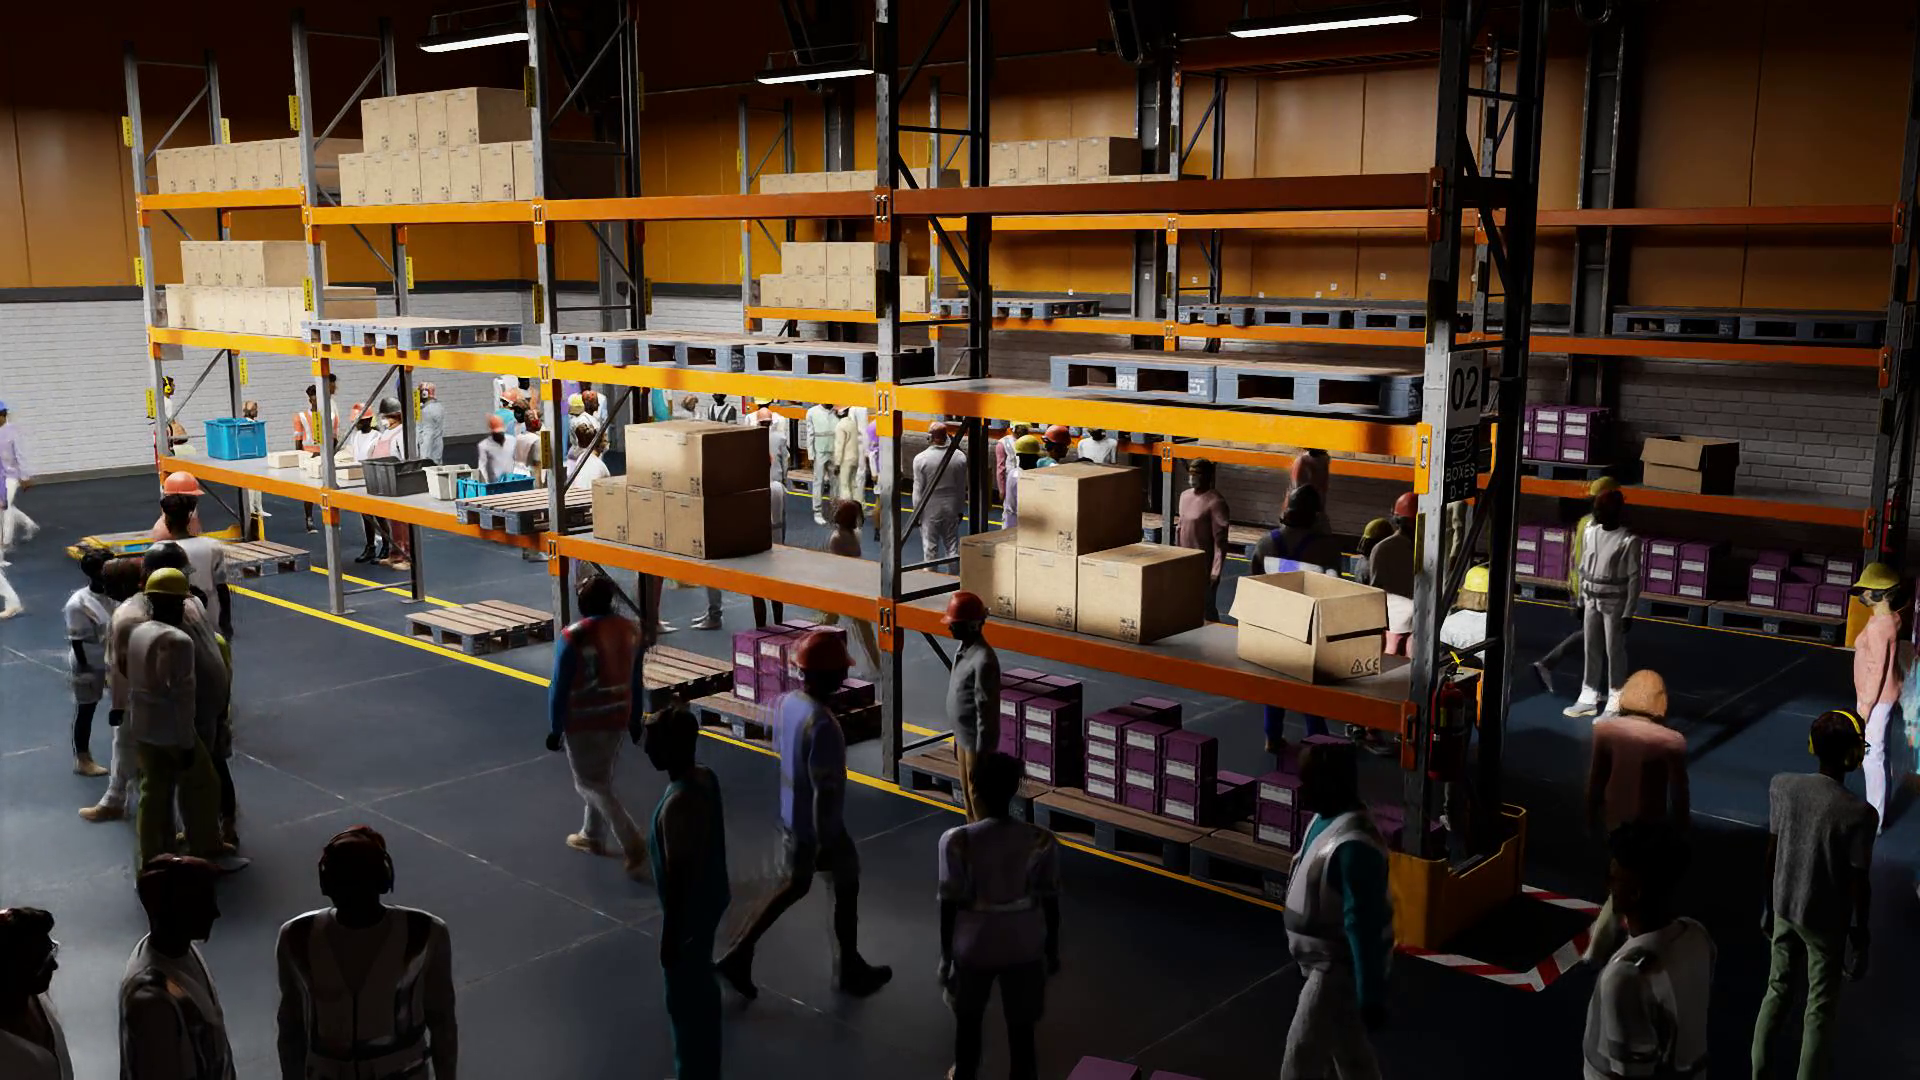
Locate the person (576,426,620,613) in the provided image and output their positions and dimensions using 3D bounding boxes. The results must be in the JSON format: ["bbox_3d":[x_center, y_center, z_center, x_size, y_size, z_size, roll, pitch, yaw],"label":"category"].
[{"bbox_3d":[-3.761,-0.204,17.130,0.356,1.938,0.633,-5,11,-28],"label":"person"}]

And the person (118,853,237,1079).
[{"bbox_3d":[-2.495,1.909,5.364,0.363,1.878,0.584,-3,11,-19],"label":"person"}]

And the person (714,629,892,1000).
[{"bbox_3d":[-0.782,1.380,8.270,0.845,1.913,0.543,-6,12,-31],"label":"person"}]

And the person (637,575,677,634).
[{"bbox_3d":[-3.010,-0.025,16.218,0.402,1.909,0.599,-6,12,-30],"label":"person"}]

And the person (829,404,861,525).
[{"bbox_3d":[-1.580,-1.080,22.682,0.427,1.733,0.569,2,10,12],"label":"person"}]

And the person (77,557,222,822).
[{"bbox_3d":[-5.294,0.985,10.880,0.981,1.793,0.626,-2,10,-13],"label":"person"}]

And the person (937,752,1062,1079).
[{"bbox_3d":[0.166,1.726,7.058,0.549,1.646,0.725,-1,10,-7],"label":"person"}]

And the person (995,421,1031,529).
[{"bbox_3d":[0.710,-0.635,19.857,0.590,1.837,0.404,-6,12,-32],"label":"person"}]

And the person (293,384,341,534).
[{"bbox_3d":[-8.483,-1.078,21.995,0.600,1.967,0.368,-9,14,-42],"label":"person"}]

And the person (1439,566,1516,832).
[{"bbox_3d":[3.314,1.026,10.731,0.485,1.744,0.309,2,10,11],"label":"person"}]

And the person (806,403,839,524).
[{"bbox_3d":[-1.817,-1.181,22.736,0.590,1.912,0.391,-5,11,-26],"label":"person"}]

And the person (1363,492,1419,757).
[{"bbox_3d":[3.297,0.620,12.356,0.615,1.984,0.408,-5,11,-28],"label":"person"}]

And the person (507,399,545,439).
[{"bbox_3d":[-5.593,-0.906,21.415,0.629,1.837,0.430,5,11,27],"label":"person"}]

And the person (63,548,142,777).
[{"bbox_3d":[-6.041,0.877,11.783,0.704,1.661,0.568,3,11,18],"label":"person"}]

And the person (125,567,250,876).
[{"bbox_3d":[-4.635,1.097,9.891,0.590,1.893,0.727,5,11,25],"label":"person"}]

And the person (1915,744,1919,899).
[{"bbox_3d":[5.576,1.241,9.114,0.625,1.886,0.452,-2,10,-11],"label":"person"}]

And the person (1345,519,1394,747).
[{"bbox_3d":[3.129,0.700,12.607,0.321,1.738,0.486,0,10,1],"label":"person"}]

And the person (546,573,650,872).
[{"bbox_3d":[-2.156,1.105,10.088,0.831,1.821,0.617,7,12,36],"label":"person"}]

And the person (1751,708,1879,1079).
[{"bbox_3d":[3.626,1.620,7.060,0.328,1.861,0.502,-5,11,-28],"label":"person"}]

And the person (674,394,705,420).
[{"bbox_3d":[-3.979,-1.352,24.501,0.537,1.619,0.478,-8,13,-39],"label":"person"}]

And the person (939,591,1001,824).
[{"bbox_3d":[0.054,1.161,9.972,0.354,1.743,0.570,-3,10,-14],"label":"person"}]

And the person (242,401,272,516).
[{"bbox_3d":[-9.809,-1.106,23.065,0.307,1.645,0.514,0,10,2],"label":"person"}]

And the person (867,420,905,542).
[{"bbox_3d":[-0.921,-0.920,21.229,0.391,1.925,0.550,9,13,41],"label":"person"}]

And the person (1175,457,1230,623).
[{"bbox_3d":[2.103,0.228,14.684,0.359,1.939,0.635,-6,11,-29],"label":"person"}]

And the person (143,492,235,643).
[{"bbox_3d":[-5.827,0.613,12.489,0.584,1.940,0.620,5,11,28],"label":"person"}]

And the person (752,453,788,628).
[{"bbox_3d":[-1.852,0.079,15.590,0.389,1.924,0.549,6,12,31],"label":"person"}]

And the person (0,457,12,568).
[{"bbox_3d":[-11.430,-0.473,19.532,0.527,1.628,0.313,2,10,11],"label":"person"}]

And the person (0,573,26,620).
[{"bbox_3d":[-9.940,-0.059,16.777,0.811,1.794,0.522,-1,10,-4],"label":"person"}]

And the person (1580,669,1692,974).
[{"bbox_3d":[3.508,1.462,8.699,0.849,1.600,0.502,-7,12,-36],"label":"person"}]

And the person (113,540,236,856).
[{"bbox_3d":[-4.686,0.999,10.042,0.537,2.000,0.682,2,10,11],"label":"person"}]

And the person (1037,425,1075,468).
[{"bbox_3d":[0.933,-0.136,16.483,0.407,2.036,0.606,-3,11,-19],"label":"person"}]

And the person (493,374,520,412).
[{"bbox_3d":[-7.679,-2.152,28.294,0.355,1.887,0.574,9,13,42],"label":"person"}]

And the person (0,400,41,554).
[{"bbox_3d":[-11.829,-0.813,20.682,0.620,1.896,0.780,5,11,25],"label":"person"}]

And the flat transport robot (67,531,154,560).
[{"bbox_3d":[-10.139,0.037,20.481,1.431,0.197,0.652,-8,13,-37],"label":"flat transport robot"}]
